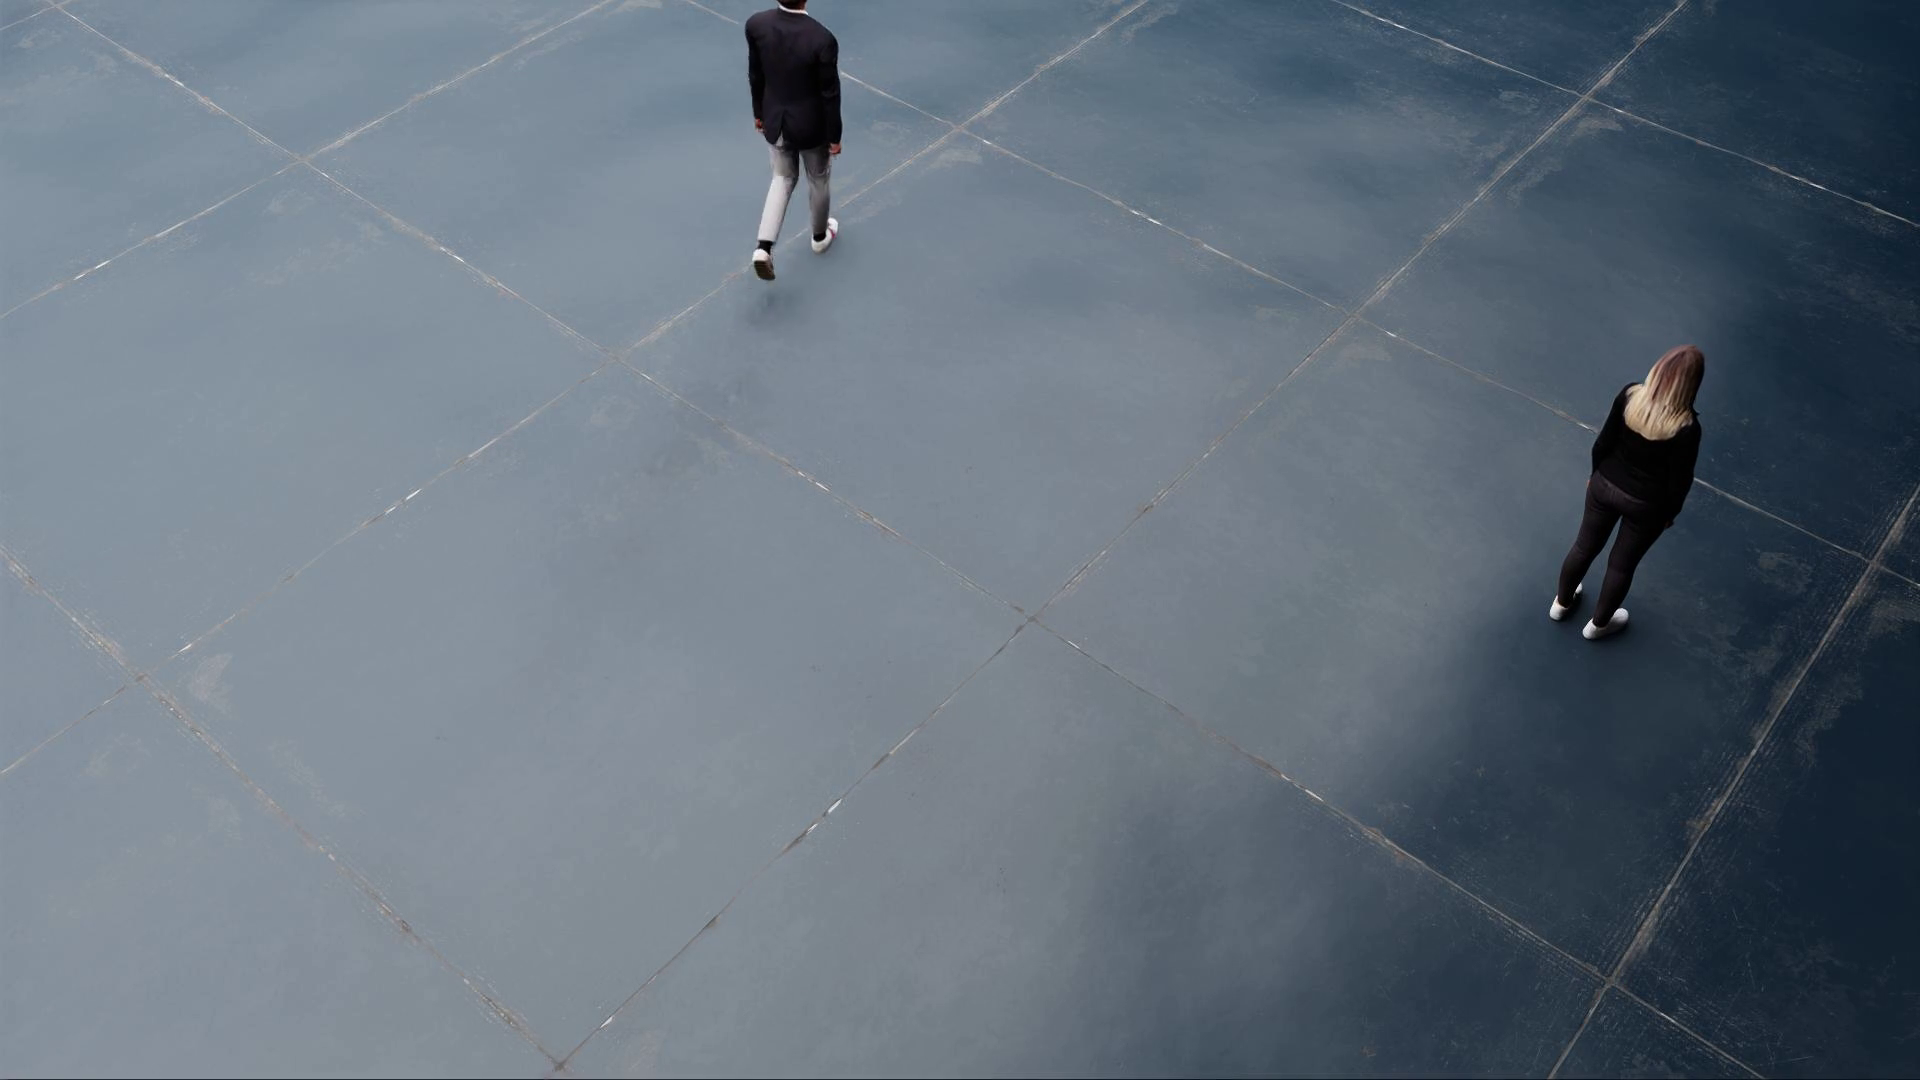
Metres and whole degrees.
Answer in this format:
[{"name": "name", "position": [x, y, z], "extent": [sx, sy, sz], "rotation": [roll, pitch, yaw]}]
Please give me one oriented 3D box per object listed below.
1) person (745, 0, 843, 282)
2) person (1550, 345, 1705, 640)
[{"name": "person", "position": [-0.948, -2.297, 9.254], "extent": [0.952, 1.933, 1.182], "rotation": [15, 49, 14]}, {"name": "person", "position": [3.005, -0.196, 7.478], "extent": [0.572, 1.688, 0.630], "rotation": [-33, 55, -27]}]
